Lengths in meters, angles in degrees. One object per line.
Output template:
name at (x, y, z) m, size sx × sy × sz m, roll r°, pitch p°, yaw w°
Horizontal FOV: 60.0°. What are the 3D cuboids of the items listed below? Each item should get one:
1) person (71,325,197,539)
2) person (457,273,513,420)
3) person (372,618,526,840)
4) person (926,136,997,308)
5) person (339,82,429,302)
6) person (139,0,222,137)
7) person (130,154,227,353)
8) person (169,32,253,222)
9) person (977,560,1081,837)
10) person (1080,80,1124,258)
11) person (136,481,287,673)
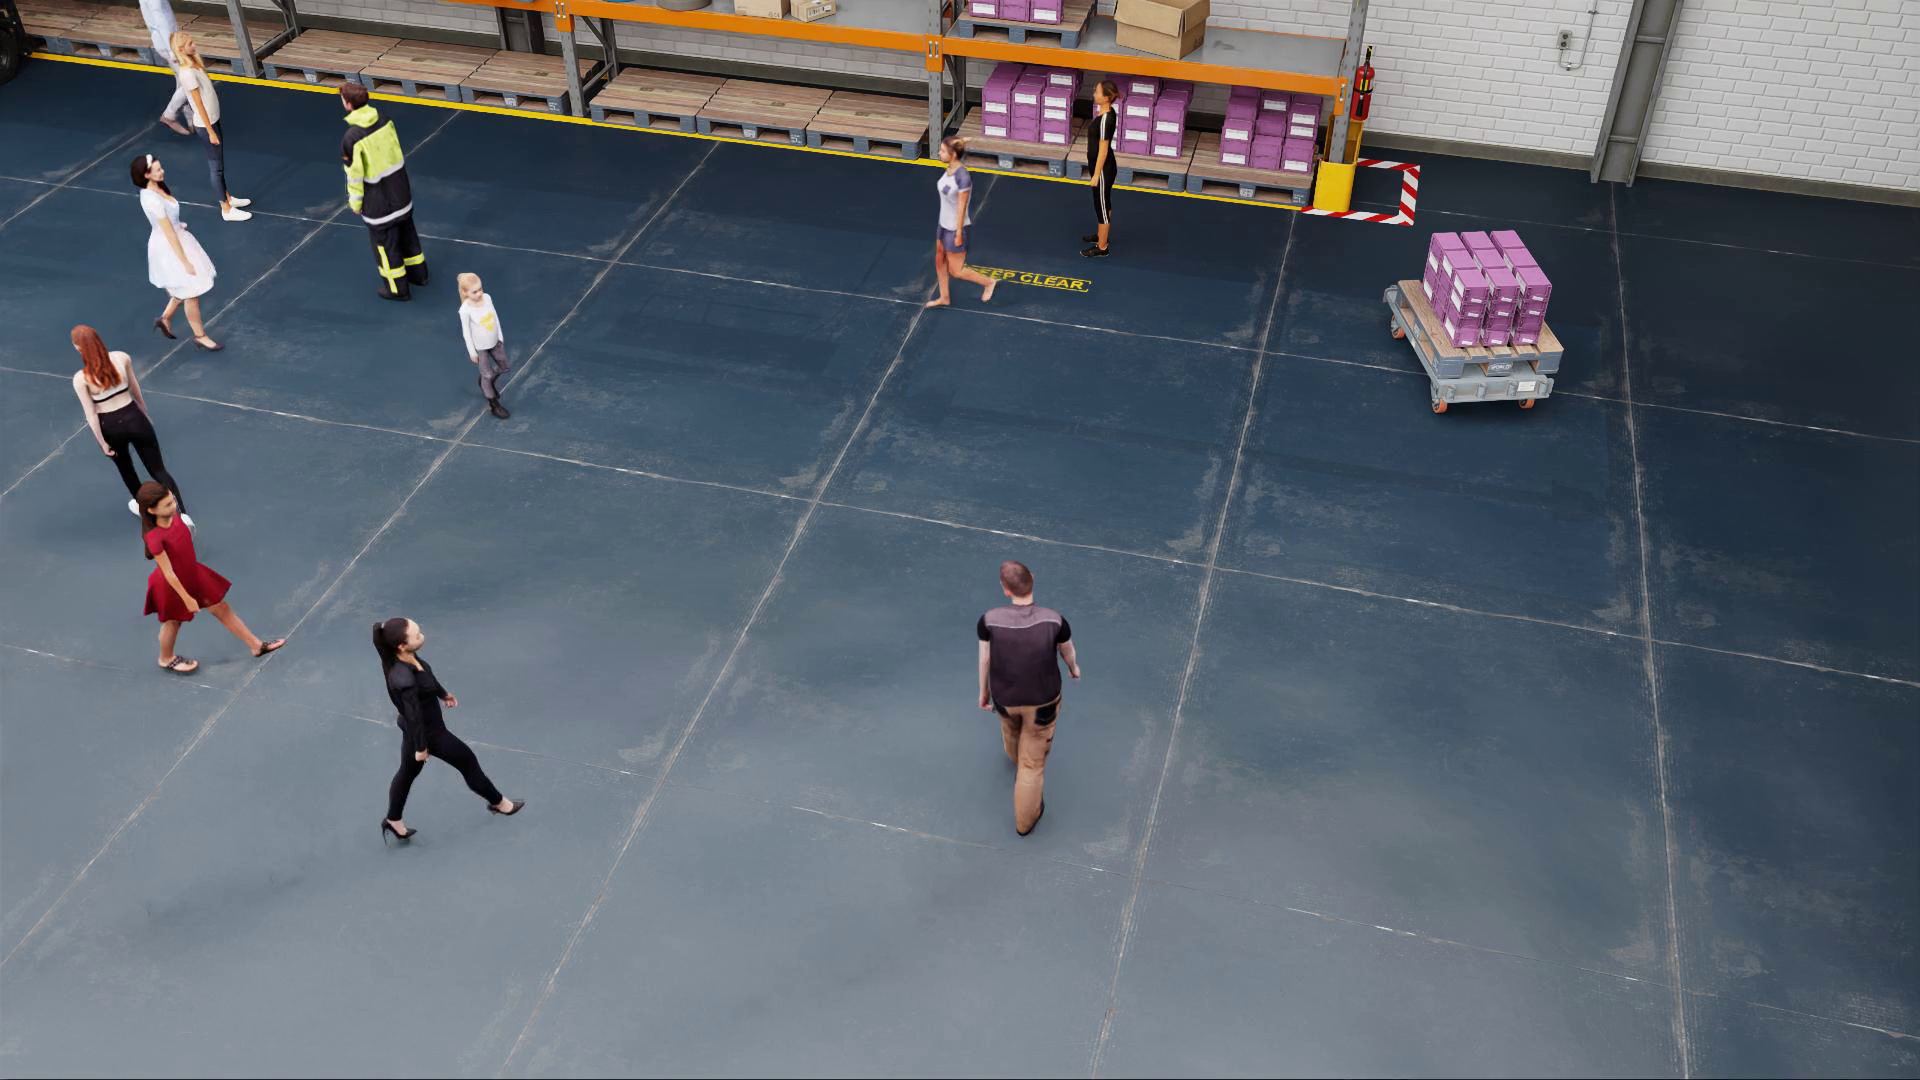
person at (-5.835, -0.733, 11.746) m, size 1.191 × 1.711 × 0.960 m, roll 31°, pitch 48°, yaw 33°
person at (-3.801, -1.570, 13.146) m, size 0.684 × 1.271 × 0.602 m, roll 22°, pitch 44°, yaw 25°
person at (-3.126, 1.113, 9.471) m, size 1.098 × 1.666 × 1.000 m, roll -17°, pitch 41°, yaw -20°
person at (0.019, -2.697, 14.291) m, size 0.947 × 1.604 × 0.832 m, roll -12°, pitch 40°, yaw -14°
person at (-5.000, -3.013, 14.389) m, size 0.701 × 1.976 × 0.808 m, roll 16°, pitch 41°, yaw 19°
person at (-8.131, -5.011, 16.966) m, size 0.968 × 1.882 × 0.902 m, roll -14°, pitch 41°, yaw -17°
person at (-6.521, -2.291, 13.623) m, size 1.005 × 1.803 × 0.913 m, roll -12°, pitch 40°, yaw -15°
person at (-7.074, -3.891, 15.621) m, size 0.684 × 1.809 × 0.664 m, roll -13°, pitch 40°, yaw -15°
person at (0.349, 0.962, 9.555) m, size 0.954 × 1.797 × 0.767 m, roll 11°, pitch 40°, yaw 13°
person at (1.298, -3.383, 15.097) m, size 0.561 × 1.669 × 0.605 m, roll 5°, pitch 39°, yaw 6°
person at (-5.070, 0.275, 10.648) m, size 1.118 × 1.506 × 0.743 m, roll 0°, pitch 39°, yaw 0°
